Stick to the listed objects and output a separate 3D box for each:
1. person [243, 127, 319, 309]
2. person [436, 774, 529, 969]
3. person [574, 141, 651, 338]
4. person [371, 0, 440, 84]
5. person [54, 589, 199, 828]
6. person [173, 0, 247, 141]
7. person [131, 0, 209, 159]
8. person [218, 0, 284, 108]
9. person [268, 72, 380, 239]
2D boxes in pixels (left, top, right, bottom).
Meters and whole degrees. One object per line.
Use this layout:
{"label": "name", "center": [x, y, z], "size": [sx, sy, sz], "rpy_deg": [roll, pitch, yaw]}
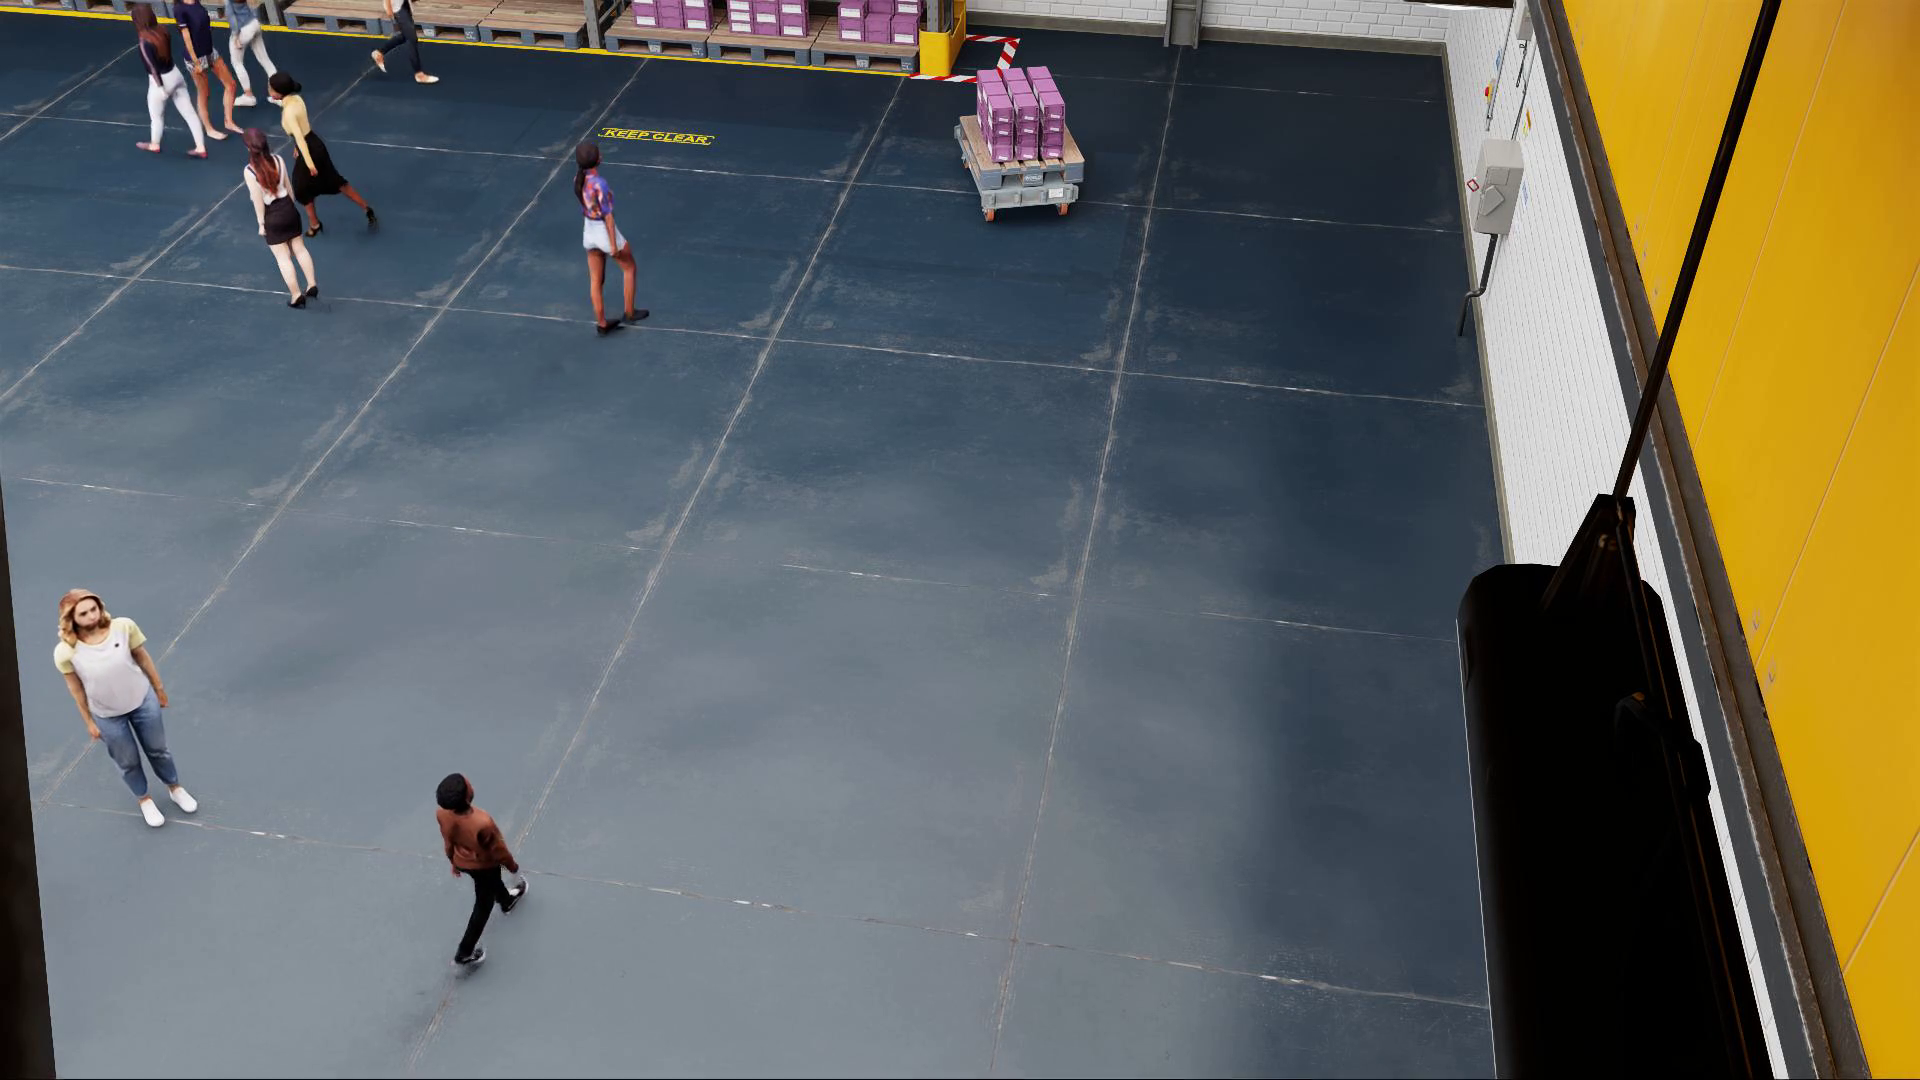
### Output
{"label": "person", "center": [-5.863, -2.766, 14.304], "size": [0.618, 1.648, 0.625], "rpy_deg": [20, 43, 24]}
{"label": "person", "center": [-2.630, 1.771, 8.952], "size": [0.905, 1.237, 0.772], "rpy_deg": [19, 42, 22]}
{"label": "person", "center": [-3.053, -2.470, 13.870], "size": [0.811, 1.727, 0.850], "rpy_deg": [27, 46, 30]}
{"label": "person", "center": [-6.171, -5.806, 18.016], "size": [0.994, 1.766, 0.670], "rpy_deg": [2, 39, 3]}
{"label": "person", "center": [-4.849, 0.951, 9.588], "size": [0.727, 1.725, 0.760], "rpy_deg": [-32, 48, -33]}
{"label": "person", "center": [-7.803, -4.926, 16.928], "size": [0.641, 1.748, 0.616], "rpy_deg": [8, 39, 10]}
{"label": "person", "center": [-7.847, -4.544, 16.584], "size": [0.962, 1.580, 0.635], "rpy_deg": [9, 40, 11]}
{"label": "person", "center": [-7.444, -5.327, 17.487], "size": [0.822, 1.677, 0.732], "rpy_deg": [14, 41, 17]}
{"label": "person", "center": [-5.869, -3.504, 15.256], "size": [0.975, 1.612, 0.684], "rpy_deg": [4, 39, 5]}
